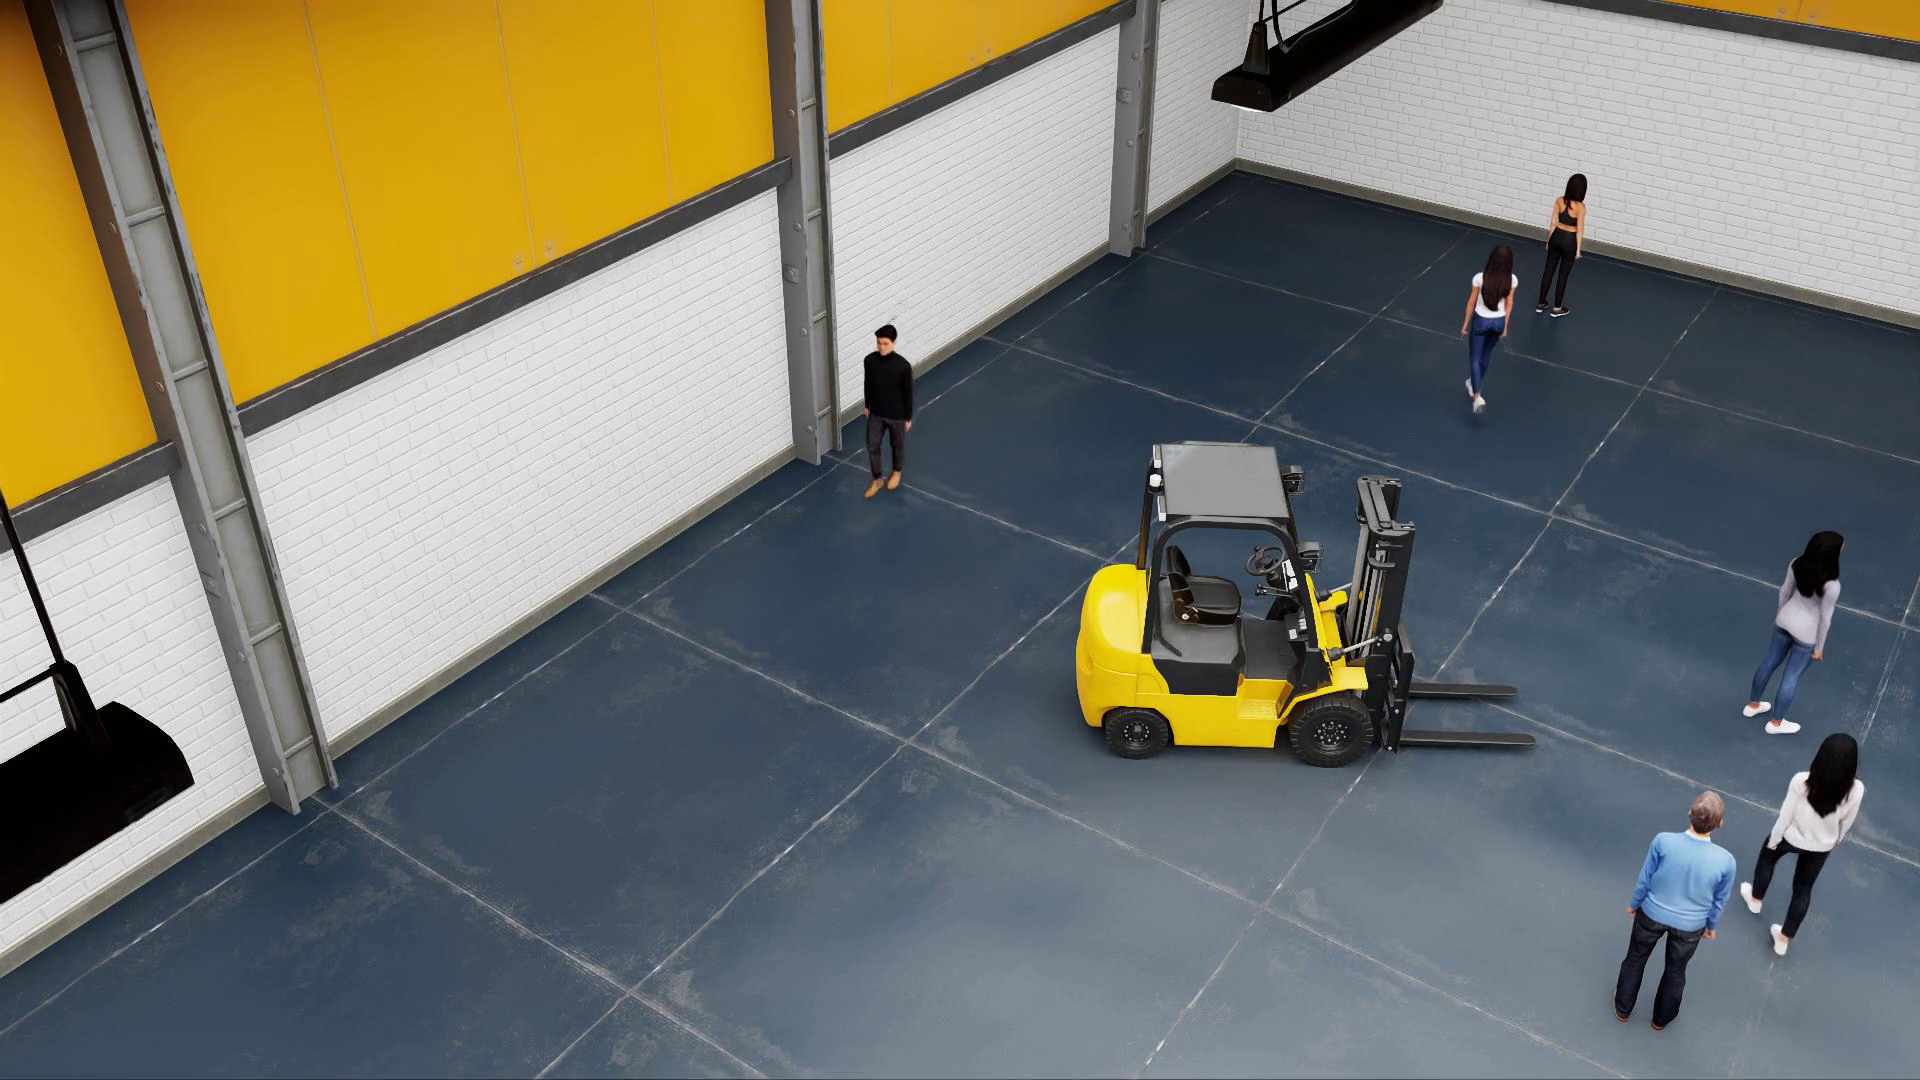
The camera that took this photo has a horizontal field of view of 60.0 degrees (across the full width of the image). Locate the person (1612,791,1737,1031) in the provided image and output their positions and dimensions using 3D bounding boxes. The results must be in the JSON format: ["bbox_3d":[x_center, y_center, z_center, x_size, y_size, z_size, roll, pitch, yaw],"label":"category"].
[{"bbox_3d":[4.311,2.238,10.046,0.694,1.818,0.613,15,36,21],"label":"person"}]

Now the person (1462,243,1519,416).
[{"bbox_3d":[5.279,-2.090,16.618,0.964,1.751,1.173,2,34,3],"label":"person"}]

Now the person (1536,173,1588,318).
[{"bbox_3d":[6.719,-3.297,18.532,0.548,1.643,0.599,-28,43,-35],"label":"person"}]

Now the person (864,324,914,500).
[{"bbox_3d":[-0.640,-1.247,15.389,0.774,1.709,0.843,12,36,18],"label":"person"}]

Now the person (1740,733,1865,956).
[{"bbox_3d":[5.390,1.968,10.575,0.811,1.682,0.925,6,34,9],"label":"person"}]

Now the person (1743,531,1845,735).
[{"bbox_3d":[6.273,0.676,12.473,0.714,1.734,0.692,-12,35,-17],"label":"person"}]
